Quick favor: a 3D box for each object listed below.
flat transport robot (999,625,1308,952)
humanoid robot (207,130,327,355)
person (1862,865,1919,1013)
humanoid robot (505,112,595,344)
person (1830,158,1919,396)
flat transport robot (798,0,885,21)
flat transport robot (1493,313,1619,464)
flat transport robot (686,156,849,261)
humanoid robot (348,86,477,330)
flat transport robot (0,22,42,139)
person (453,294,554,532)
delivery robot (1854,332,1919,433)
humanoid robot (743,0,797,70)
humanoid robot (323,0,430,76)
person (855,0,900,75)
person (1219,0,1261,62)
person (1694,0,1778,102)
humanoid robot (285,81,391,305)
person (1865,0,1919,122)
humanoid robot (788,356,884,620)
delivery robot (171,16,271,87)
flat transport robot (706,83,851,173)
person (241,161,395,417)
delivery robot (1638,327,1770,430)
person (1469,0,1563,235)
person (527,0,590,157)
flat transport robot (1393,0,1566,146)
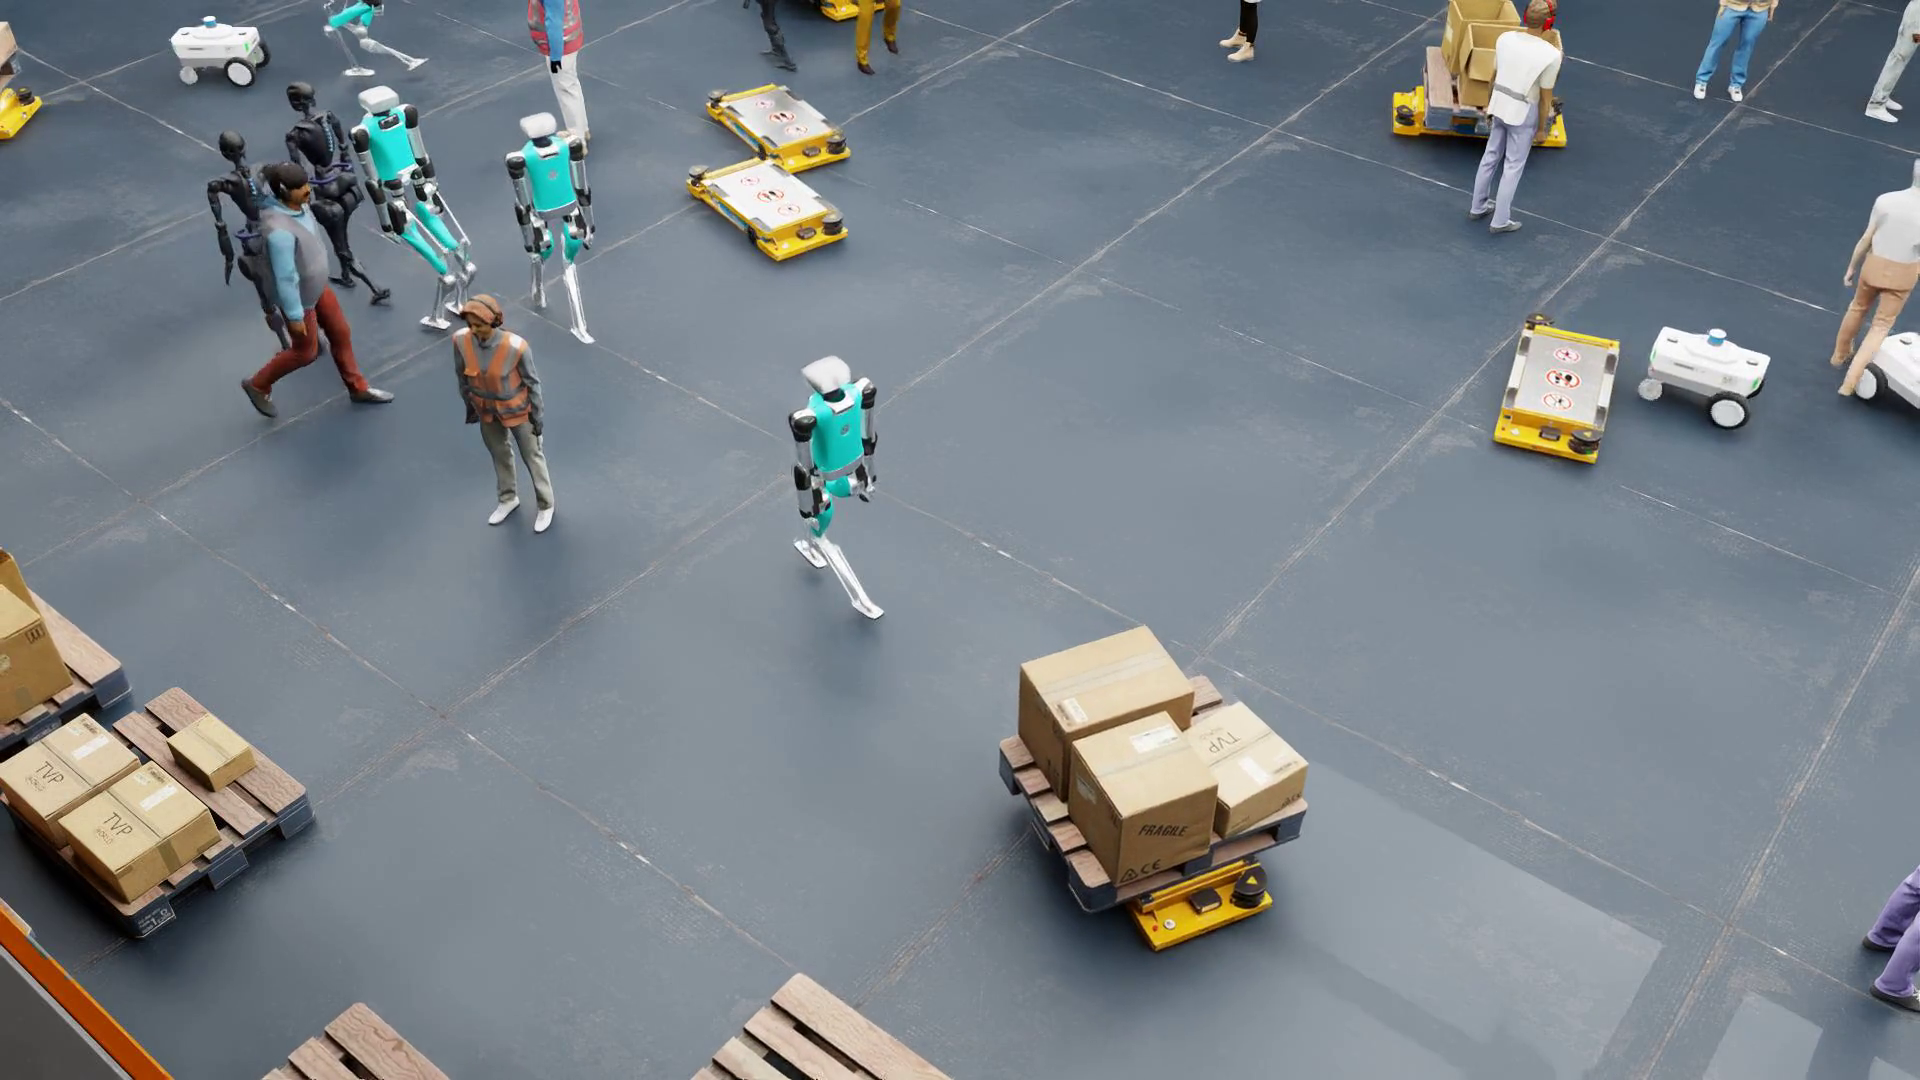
[{"bbox_3d":[0.933,1.395,8.437,0.659,0.231,1.431,-16,43,-18],"label":"flat transport robot"},{"bbox_3d":[-4.738,-1.979,11.332,0.465,1.635,0.611,32,50,32],"label":"humanoid robot"},{"bbox_3d":[4.417,1.355,7.278,0.391,1.836,0.559,11,42,12],"label":"person"},{"bbox_3d":[-2.908,-2.244,11.605,0.536,1.794,0.943,-22,45,-24],"label":"humanoid robot"},{"bbox_3d":[6.175,-1.768,11.036,0.503,1.722,0.692,30,49,30],"label":"person"},{"bbox_3d":[-1.322,-5.572,16.633,0.659,0.231,1.431,-24,46,-26],"label":"flat transport robot"},{"bbox_3d":[4.079,-1.051,11.314,0.659,0.231,1.431,15,43,17],"label":"flat transport robot"},{"bbox_3d":[-1.548,-2.674,13.223,0.659,0.231,1.431,-25,46,-27],"label":"flat transport robot"},{"bbox_3d":[-3.705,-2.241,11.555,0.704,1.752,0.534,25,46,26],"label":"humanoid robot"},{"bbox_3d":[-8.842,-3.705,14.437,1.431,0.231,0.659,0,40,0],"label":"flat transport robot"},{"bbox_3d":[-2.712,-0.755,9.908,0.521,1.636,0.308,10,41,12],"label":"person"},{"bbox_3d":[6.437,-1.063,11.123,0.499,0.614,0.815,-12,42,-14],"label":"delivery robot"},{"bbox_3d":[-1.716,-5.033,14.923,0.455,1.641,0.609,21,45,23],"label":"humanoid robot"},{"bbox_3d":[-5.323,-4.831,14.634,0.995,1.721,0.537,-14,42,-16],"label":"humanoid robot"},{"bbox_3d":[-0.765,-5.133,14.977,0.612,1.749,0.495,-28,48,-29],"label":"person"},{"bbox_3d":[2.617,-5.206,15.098,0.320,1.697,0.531,-3,40,-3],"label":"person"},{"bbox_3d":[6.830,-4.647,14.428,0.482,1.720,0.378,5,41,6],"label":"person"},{"bbox_3d":[-4.508,-2.476,11.941,0.681,1.658,0.609,18,43,20],"label":"humanoid robot"},{"bbox_3d":[8.197,-4.429,14.157,0.333,1.736,0.487,21,45,23],"label":"person"},{"bbox_3d":[-0.819,-0.366,9.407,0.557,1.755,1.042,-29,48,-29],"label":"humanoid robot"},{"bbox_3d":[-6.695,-4.436,15.089,0.796,0.612,0.499,0,40,0],"label":"delivery robot"},{"bbox_3d":[-1.571,-3.555,14.260,0.659,0.231,1.431,-22,45,-24],"label":"flat transport robot"},{"bbox_3d":[-4.326,-1.589,10.735,0.850,1.843,0.554,-1,40,-1],"label":"person"},{"bbox_3d":[5.027,-1.147,11.192,0.769,0.577,0.499,22,45,24],"label":"delivery robot"},{"bbox_3d":[4.210,-3.213,12.650,0.396,1.838,0.558,-23,45,-25],"label":"person"},{"bbox_3d":[-3.303,-4.078,13.672,0.430,1.831,0.634,-5,41,-6],"label":"person"},{"bbox_3d":[4.494,-3.680,14.407,1.431,0.231,0.659,7,41,8],"label":"flat transport robot"}]
